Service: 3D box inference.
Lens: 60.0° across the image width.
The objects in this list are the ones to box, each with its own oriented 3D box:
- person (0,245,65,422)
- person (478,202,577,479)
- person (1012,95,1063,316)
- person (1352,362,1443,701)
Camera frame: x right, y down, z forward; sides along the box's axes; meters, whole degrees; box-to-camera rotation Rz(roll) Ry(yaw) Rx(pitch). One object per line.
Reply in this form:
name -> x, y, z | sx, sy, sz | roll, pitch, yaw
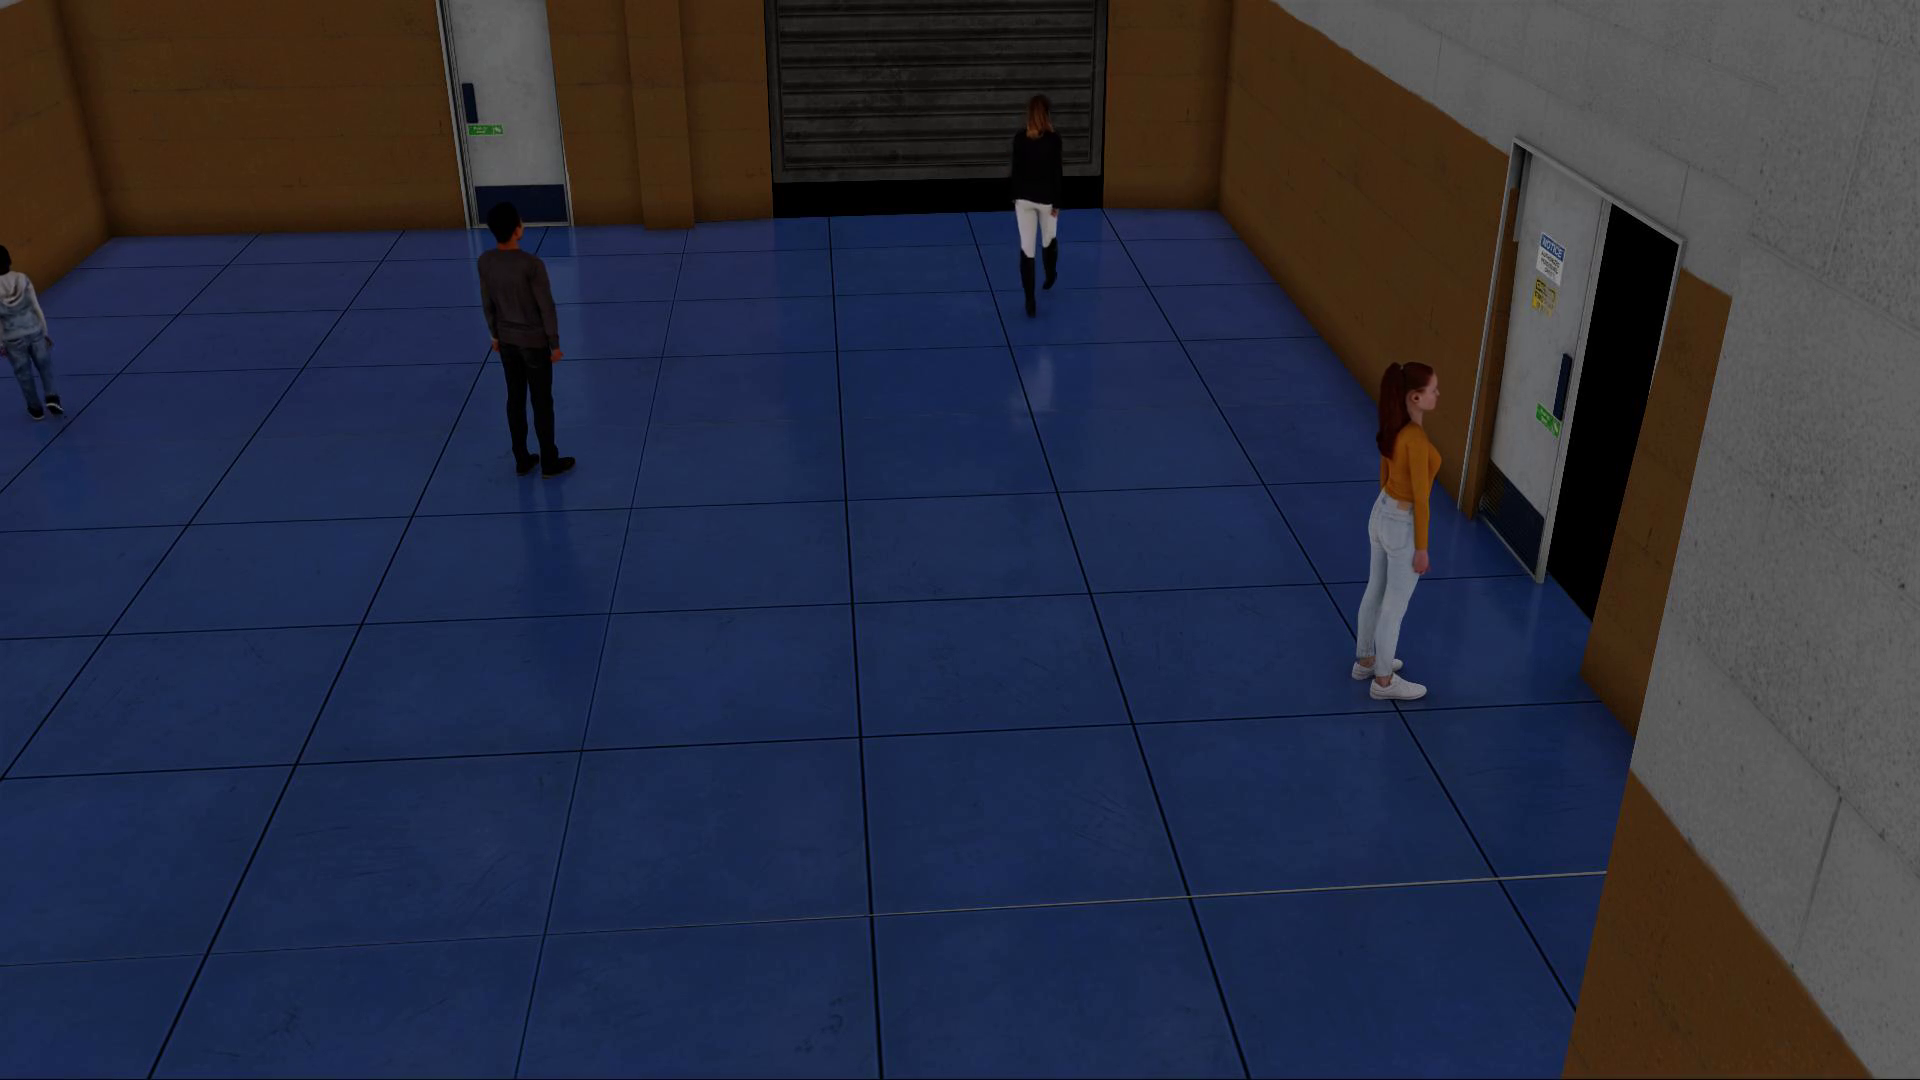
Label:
person -> -6.362, -1.394, 11.284 | 0.652, 1.256, 0.701 | -19, 33, -33
person -> -2.743, -1.238, 10.410 | 0.610, 1.769, 0.771 | 20, 33, 34
person -> 0.591, -2.624, 13.202 | 1.012, 1.699, 0.738 | 2, 27, 4
person -> 2.123, -0.044, 8.076 | 0.584, 1.751, 0.593 | -5, 27, -10
